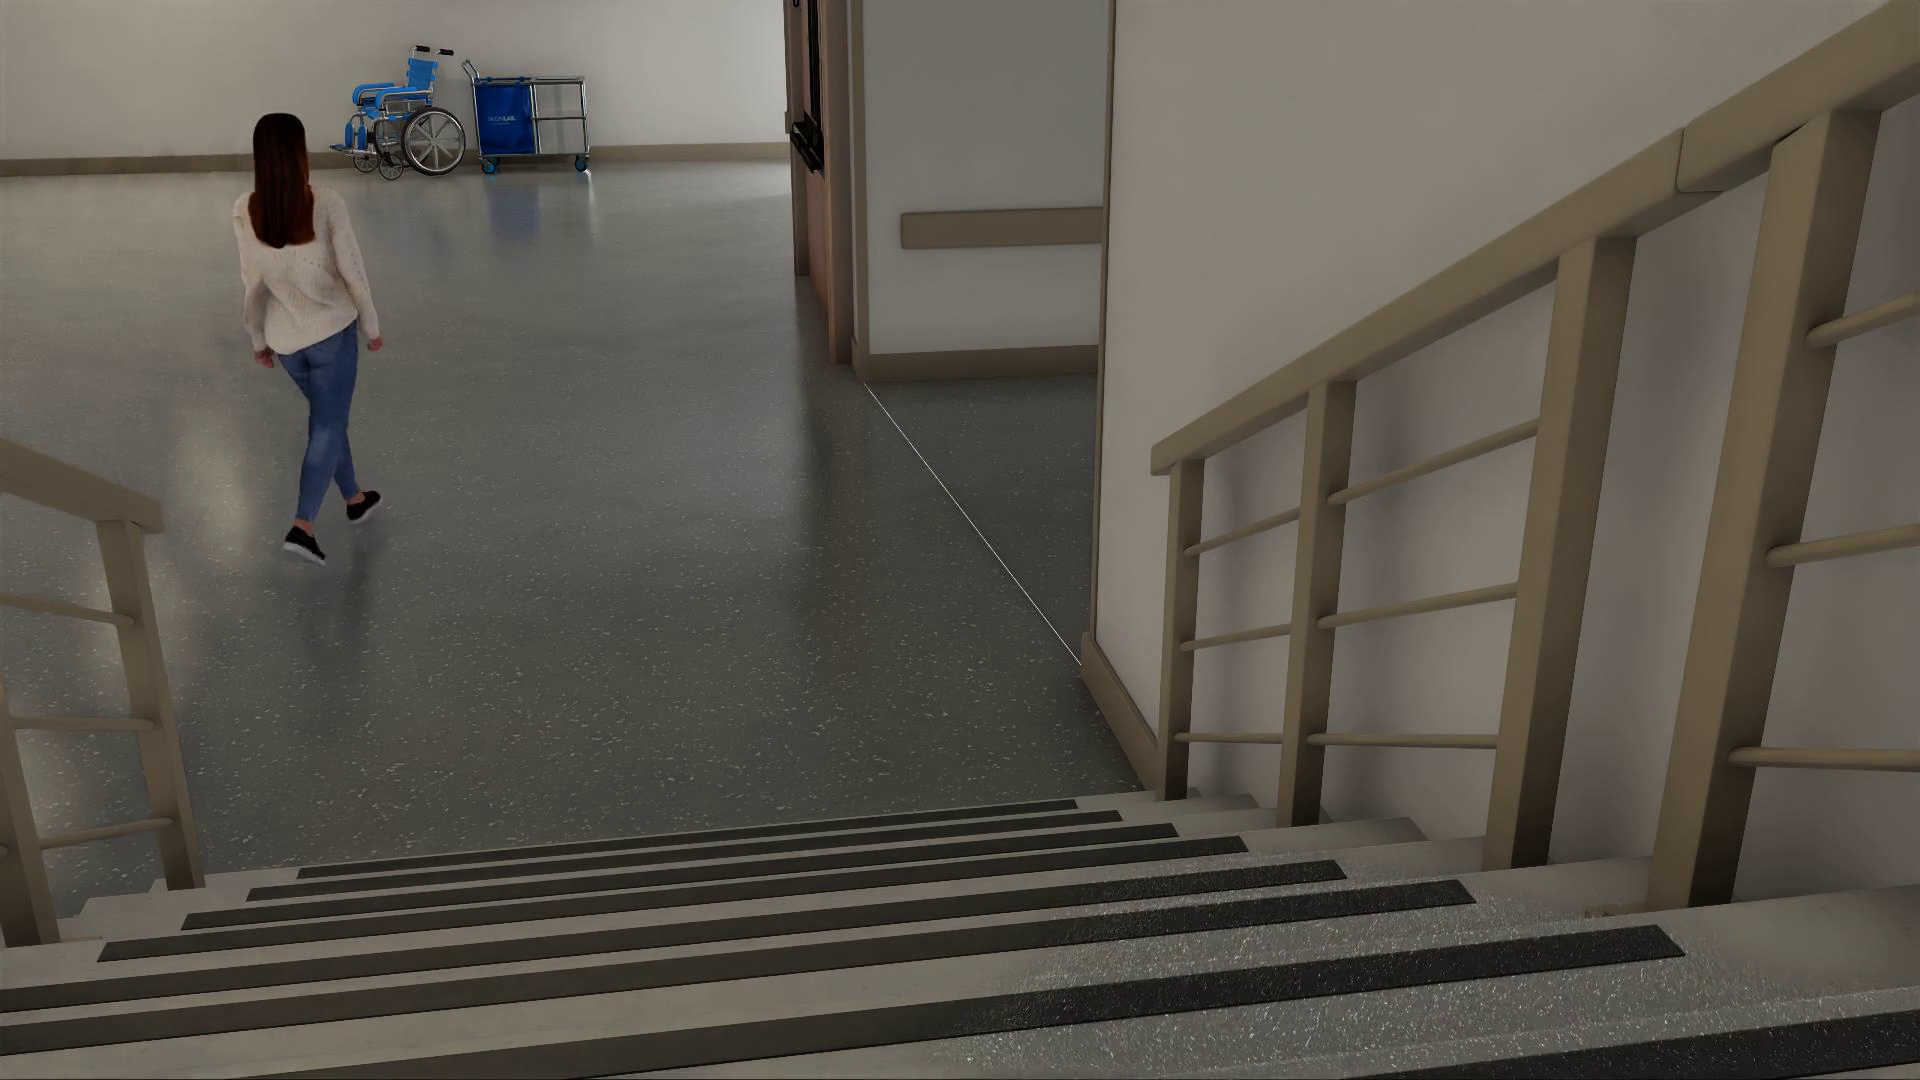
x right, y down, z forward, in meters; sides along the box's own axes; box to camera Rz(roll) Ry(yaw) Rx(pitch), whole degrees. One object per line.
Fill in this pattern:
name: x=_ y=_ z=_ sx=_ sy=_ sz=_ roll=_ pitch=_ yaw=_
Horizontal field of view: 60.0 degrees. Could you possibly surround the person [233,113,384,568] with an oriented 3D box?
person: x=-2.447 y=-0.713 z=6.251 sx=0.850 sy=1.656 sz=1.205 roll=3 pitch=21 yaw=7
